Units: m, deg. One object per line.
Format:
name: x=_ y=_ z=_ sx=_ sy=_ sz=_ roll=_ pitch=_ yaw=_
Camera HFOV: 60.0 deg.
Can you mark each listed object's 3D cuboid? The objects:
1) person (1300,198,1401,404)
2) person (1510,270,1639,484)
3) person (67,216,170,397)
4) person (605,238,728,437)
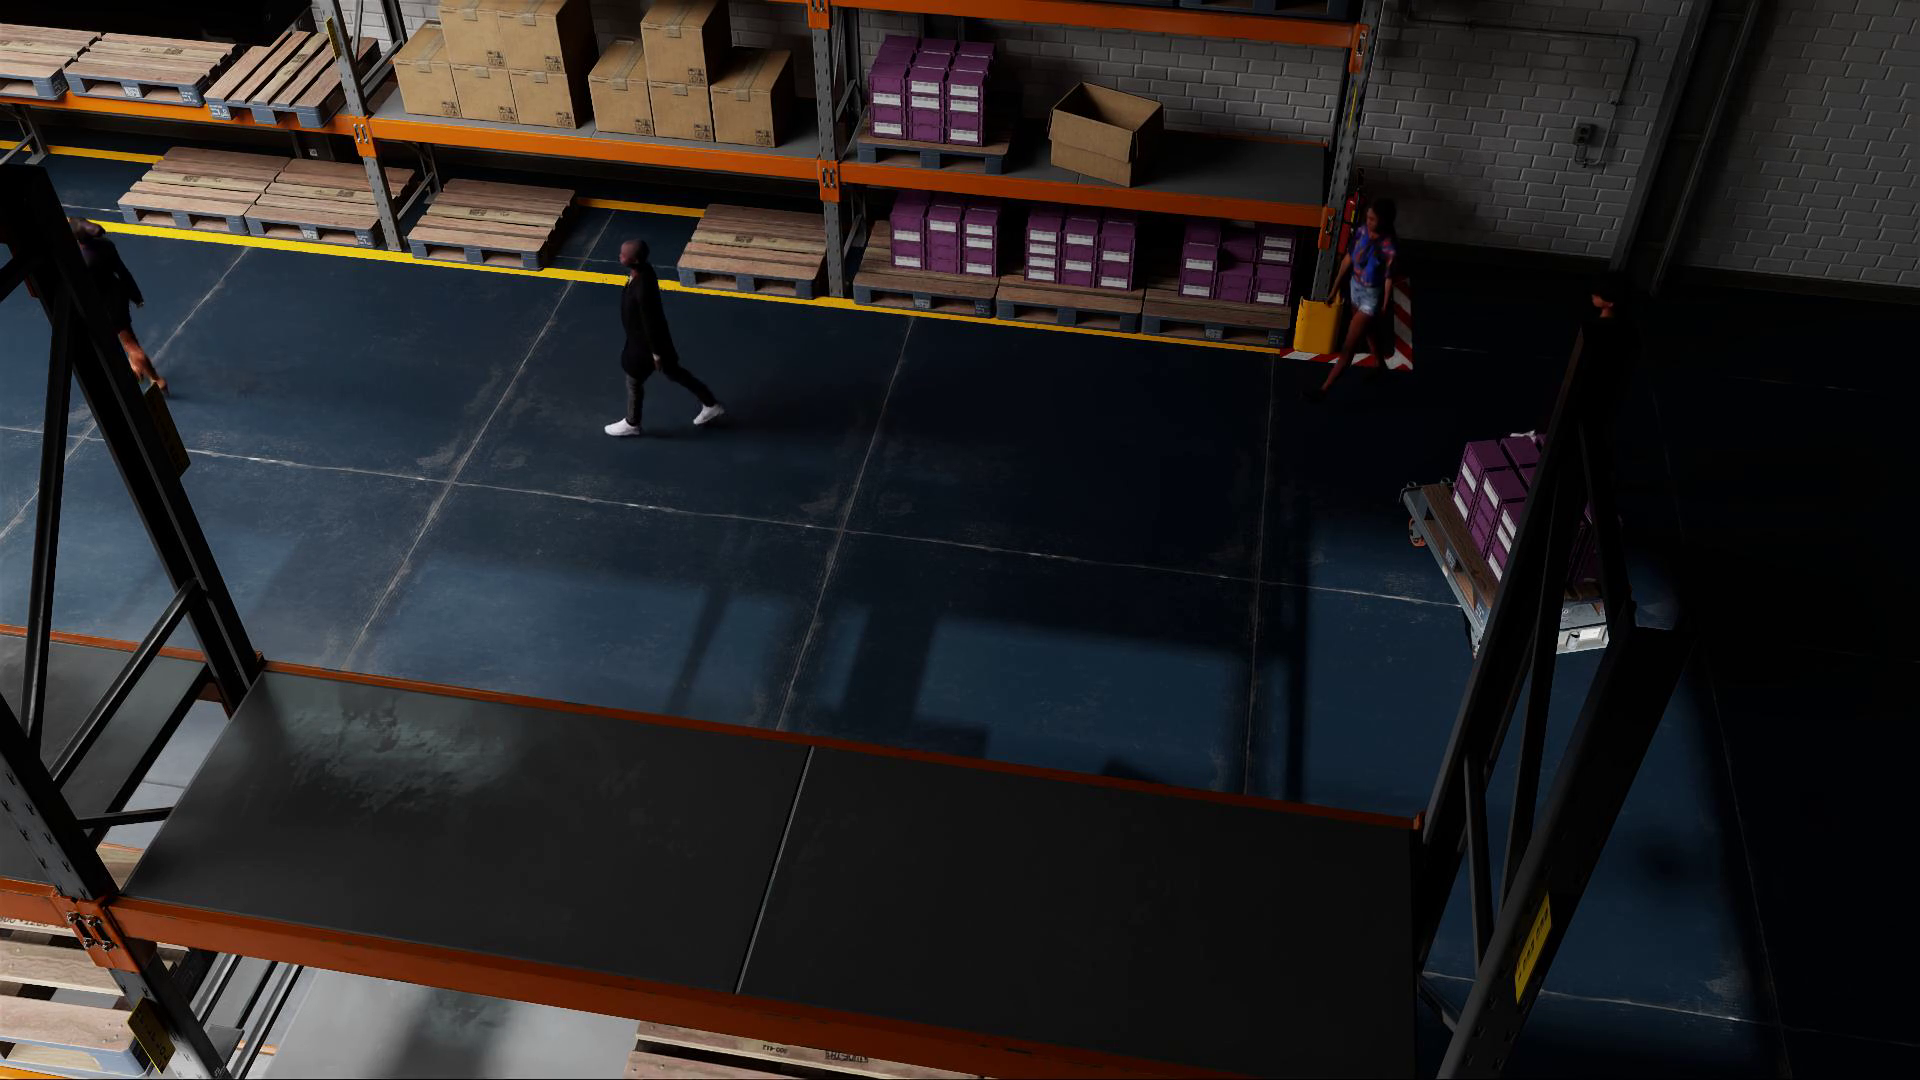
person: x=3.177 y=-1.858 z=12.724 sx=1.199 sy=1.696 sz=1.068 roll=-23 pitch=48 yaw=-22
person: x=4.615 y=-1.129 z=11.924 sx=1.191 sy=1.744 sz=0.903 roll=22 pitch=48 yaw=22
person: x=-6.353 y=-1.746 z=12.658 sx=0.678 sy=1.623 sz=0.589 roll=8 pitch=44 yaw=8
person: x=-2.189 y=-1.480 z=12.307 sx=1.235 sy=1.722 sz=0.851 roll=-3 pitch=44 yaw=-3
